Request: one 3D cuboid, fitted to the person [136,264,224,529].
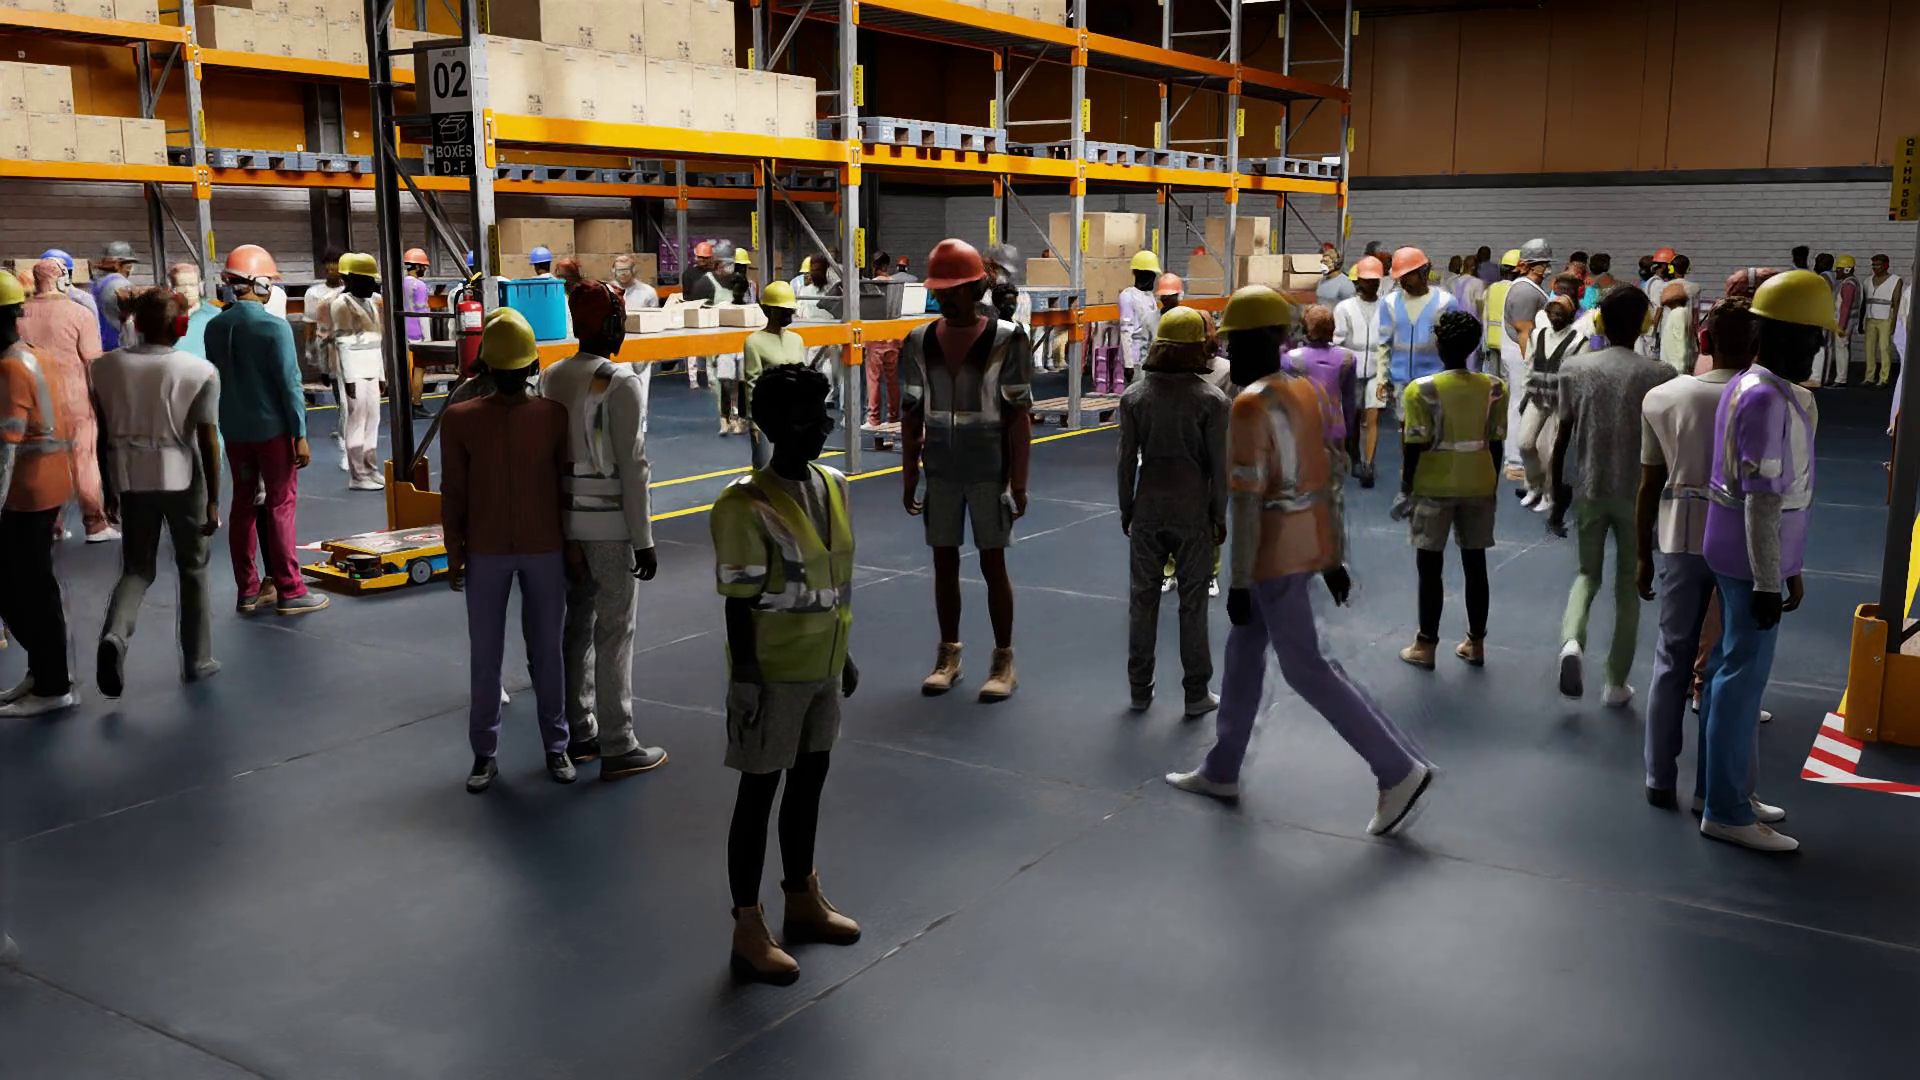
[{"bbox_3d":[-5.230,-0.948,11.391,0.654,1.857,0.899,-6,12,-31],"label":"person"}]

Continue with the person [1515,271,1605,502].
[{"bbox_3d":[4.698,-1.180,12.888,0.573,1.781,1.004,9,13,40],"label":"person"}]

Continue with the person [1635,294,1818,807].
[{"bbox_3d":[2.647,0.069,5.824,0.559,1.836,0.394,7,12,35],"label":"person"}]

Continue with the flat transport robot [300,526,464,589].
[{"bbox_3d":[-3.206,0.063,10.184,0.652,0.197,1.431,8,13,39],"label":"flat transport robot"}]

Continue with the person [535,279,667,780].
[{"bbox_3d":[-1.361,-0.038,6.299,0.575,1.880,0.358,9,14,42],"label":"person"}]

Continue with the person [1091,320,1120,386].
[{"bbox_3d":[2.044,-2.980,22.904,0.534,1.767,0.313,-4,11,-23],"label":"person"}]

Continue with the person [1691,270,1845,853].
[{"bbox_3d":[2.697,0.065,5.594,0.370,1.924,0.586,4,11,20],"label":"person"}]

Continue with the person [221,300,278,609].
[{"bbox_3d":[-3.903,-0.470,9.189,0.316,1.695,0.542,-3,11,-14],"label":"person"}]

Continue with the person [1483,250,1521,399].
[{"bbox_3d":[5.619,-2.007,17.075,0.386,1.922,0.594,-4,11,-19],"label":"person"}]

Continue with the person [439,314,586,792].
[{"bbox_3d":[-1.637,0.050,6.137,0.523,1.761,0.323,-3,11,-16],"label":"person"}]

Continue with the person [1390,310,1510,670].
[{"bbox_3d":[2.315,-0.230,7.865,0.562,1.693,0.318,-2,10,-11],"label":"person"}]

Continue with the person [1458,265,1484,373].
[{"bbox_3d":[6.850,-2.881,22.447,0.486,1.737,0.316,-7,13,-35],"label":"person"}]

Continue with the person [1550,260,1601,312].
[{"bbox_3d":[6.585,-2.067,17.727,0.579,1.812,0.656,-2,10,-12],"label":"person"}]

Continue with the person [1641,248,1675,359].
[{"bbox_3d":[8.153,-2.435,19.445,0.385,1.929,0.543,3,11,16],"label":"person"}]

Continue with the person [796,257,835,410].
[{"bbox_3d":[-1.736,-2.457,19.863,0.594,1.823,0.405,10,14,43],"label":"person"}]

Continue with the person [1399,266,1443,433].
[{"bbox_3d":[4.913,-2.061,17.600,0.544,1.844,0.683,7,12,34],"label":"person"}]

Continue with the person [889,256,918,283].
[{"bbox_3d":[-0.971,-3.950,28.309,0.575,1.749,0.334,0,10,1],"label":"person"}]

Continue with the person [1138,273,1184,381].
[{"bbox_3d":[1.778,-1.399,14.214,0.569,1.742,0.351,7,12,32],"label":"person"}]

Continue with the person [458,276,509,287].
[{"bbox_3d":[-5.229,-2.240,18.413,0.652,1.906,0.402,-5,11,-26],"label":"person"}]

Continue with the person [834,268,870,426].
[{"bbox_3d":[-1.141,-2.184,18.114,0.597,1.908,0.401,-4,11,-23],"label":"person"}]

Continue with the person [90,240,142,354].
[{"bbox_3d":[-8.050,-1.888,16.090,0.700,2.000,0.537,8,13,36],"label":"person"}]

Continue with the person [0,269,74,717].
[{"bbox_3d":[-4.009,-0.189,7.037,0.452,1.914,0.609,-5,12,-28],"label":"person"}]

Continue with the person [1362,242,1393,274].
[{"bbox_3d":[6.448,-3.690,26.078,0.705,2.000,0.613,-9,13,-40],"label":"person"}]

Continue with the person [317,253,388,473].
[{"bbox_3d":[-5.251,-1.536,14.504,0.597,1.907,0.522,-8,13,-37],"label":"person"}]

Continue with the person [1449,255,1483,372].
[{"bbox_3d":[6.568,-2.784,21.653,0.428,1.824,0.555,-7,13,-36],"label":"person"}]

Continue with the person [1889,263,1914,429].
[{"bbox_3d":[10.111,-2.065,17.659,0.353,1.835,0.518,6,12,30],"label":"person"}]

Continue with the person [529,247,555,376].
[{"bbox_3d":[-4.513,-2.215,18.172,0.394,1.940,0.618,3,11,15],"label":"person"}]

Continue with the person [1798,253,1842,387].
[{"bbox_3d":[11.878,-3.029,22.968,0.624,1.844,0.430,-9,13,-40],"label":"person"}]

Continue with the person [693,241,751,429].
[{"bbox_3d":[-2.538,-2.234,18.011,0.696,2.000,0.671,-8,13,-36],"label":"person"}]

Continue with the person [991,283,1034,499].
[{"bbox_3d":[0.341,-1.141,12.903,0.537,1.695,0.320,-6,12,-30],"label":"person"}]

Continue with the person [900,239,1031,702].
[{"bbox_3d":[0.008,-0.299,7.339,0.613,2.028,0.409,4,11,22],"label":"person"}]

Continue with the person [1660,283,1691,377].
[{"bbox_3d":[7.024,-1.714,16.351,0.346,1.599,0.649,4,11,19],"label":"person"}]

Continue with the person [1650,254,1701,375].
[{"bbox_3d":[8.149,-2.317,18.972,0.510,1.863,0.326,1,10,3],"label":"person"}]

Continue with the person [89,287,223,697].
[{"bbox_3d":[-3.572,-0.202,7.378,0.596,1.816,0.743,-1,10,-5],"label":"person"}]

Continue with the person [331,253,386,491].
[{"bbox_3d":[-4.846,-1.361,13.532,0.385,1.915,0.586,2,10,9],"label":"person"}]

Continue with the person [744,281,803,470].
[{"bbox_3d":[-1.173,-0.785,10.763,0.339,1.762,0.527,8,13,37],"label":"person"}]
